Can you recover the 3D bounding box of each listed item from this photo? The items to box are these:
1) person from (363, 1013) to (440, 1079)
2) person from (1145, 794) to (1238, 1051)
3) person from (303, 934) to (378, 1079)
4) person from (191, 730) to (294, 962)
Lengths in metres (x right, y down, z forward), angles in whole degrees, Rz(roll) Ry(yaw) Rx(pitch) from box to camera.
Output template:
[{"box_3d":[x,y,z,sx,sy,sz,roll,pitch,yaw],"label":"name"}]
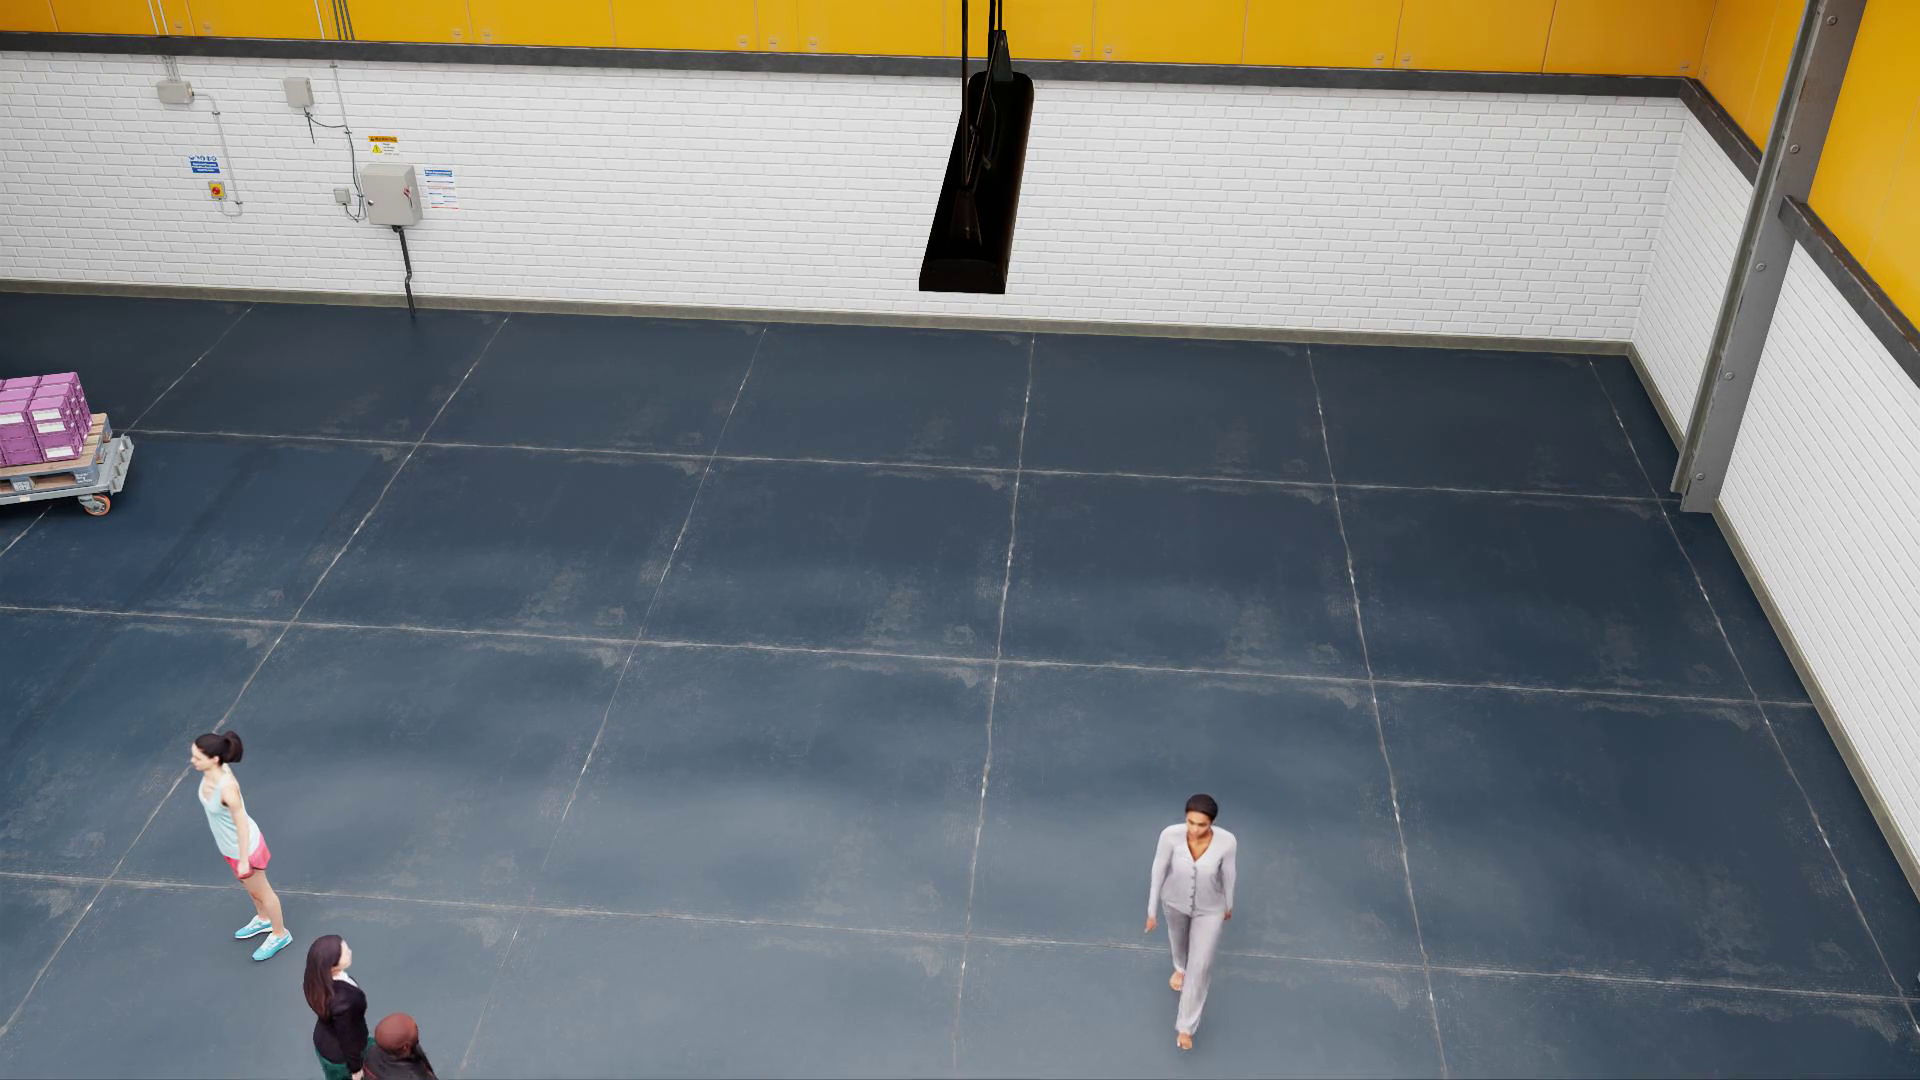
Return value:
[{"box_3d":[-2.874,3.181,8.592,0.901,1.809,0.963,21,39,28],"label":"person"},{"box_3d":[1.444,2.164,10.221,0.797,1.699,1.101,10,35,14],"label":"person"},{"box_3d":[-3.437,2.883,9.152,0.777,1.685,0.824,25,41,33],"label":"person"},{"box_3d":[-4.572,1.919,10.531,0.762,1.764,0.703,-25,41,-32],"label":"person"}]
